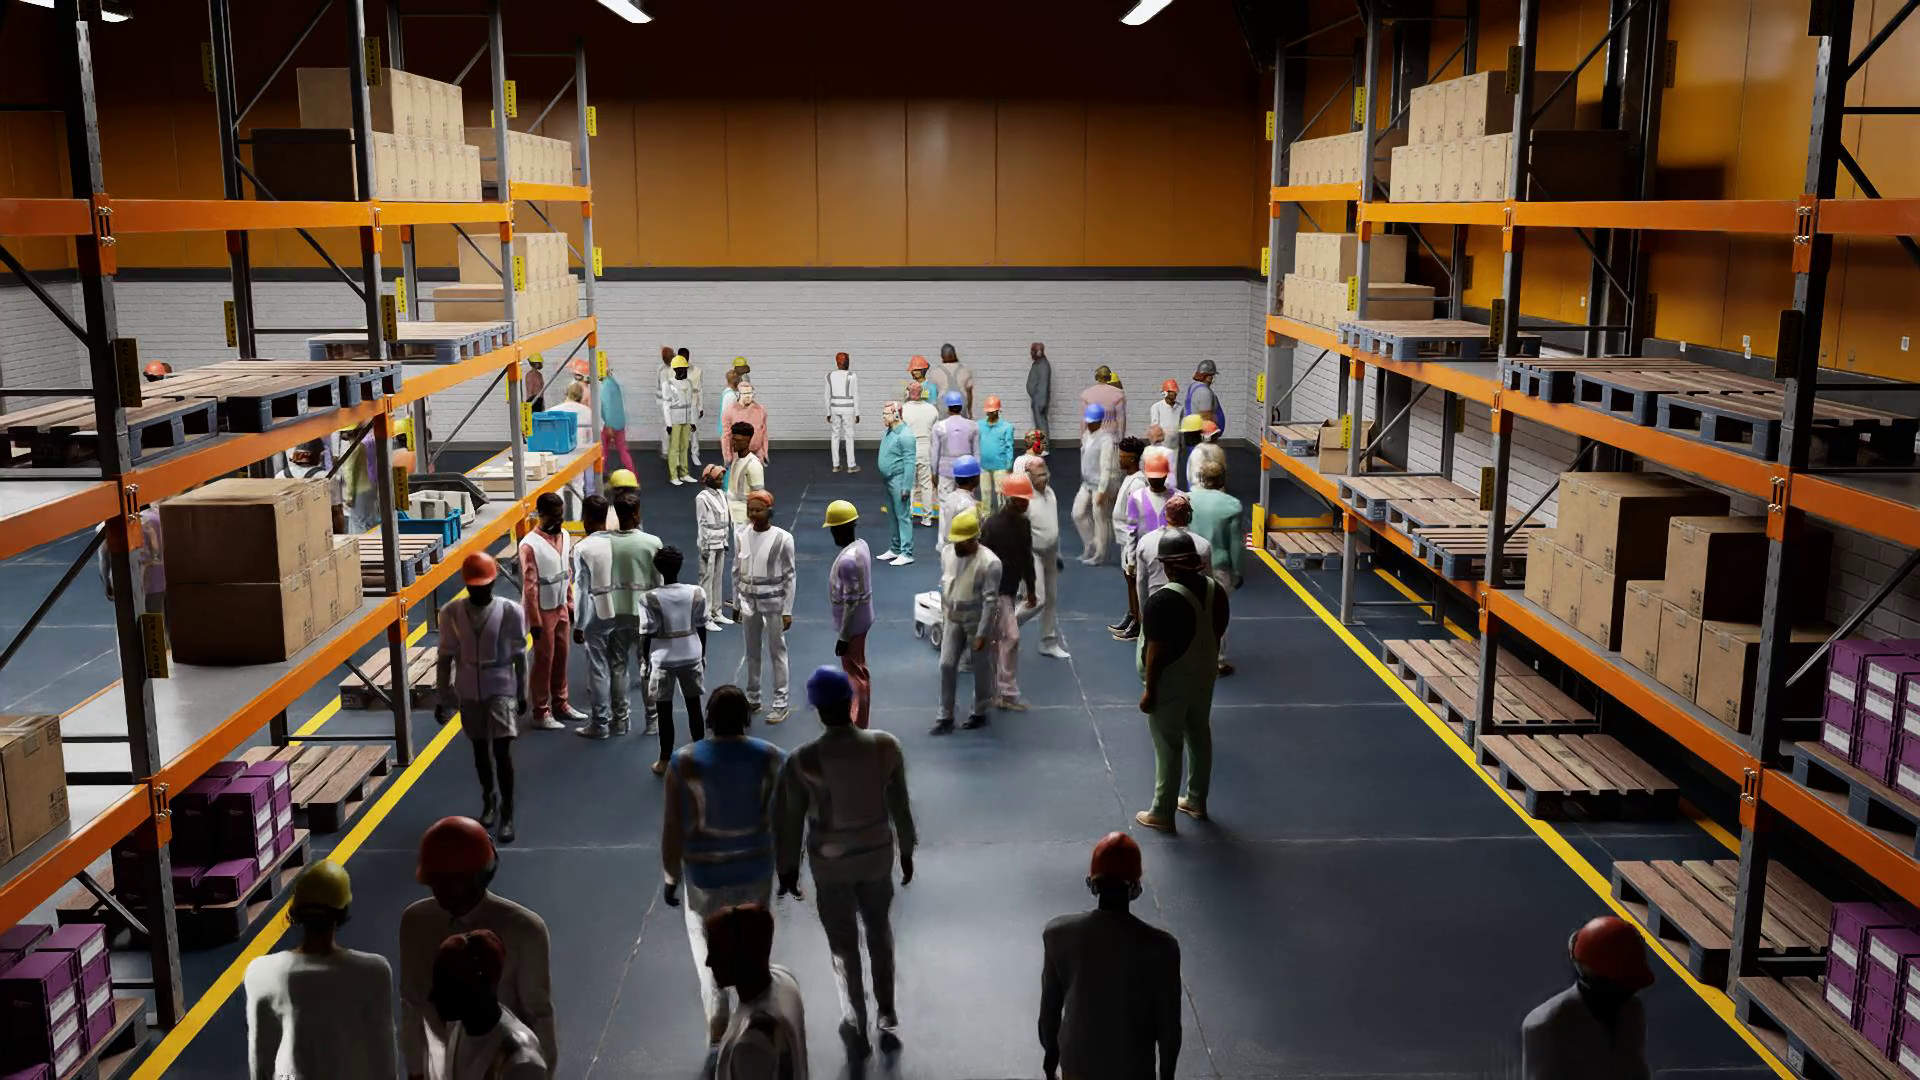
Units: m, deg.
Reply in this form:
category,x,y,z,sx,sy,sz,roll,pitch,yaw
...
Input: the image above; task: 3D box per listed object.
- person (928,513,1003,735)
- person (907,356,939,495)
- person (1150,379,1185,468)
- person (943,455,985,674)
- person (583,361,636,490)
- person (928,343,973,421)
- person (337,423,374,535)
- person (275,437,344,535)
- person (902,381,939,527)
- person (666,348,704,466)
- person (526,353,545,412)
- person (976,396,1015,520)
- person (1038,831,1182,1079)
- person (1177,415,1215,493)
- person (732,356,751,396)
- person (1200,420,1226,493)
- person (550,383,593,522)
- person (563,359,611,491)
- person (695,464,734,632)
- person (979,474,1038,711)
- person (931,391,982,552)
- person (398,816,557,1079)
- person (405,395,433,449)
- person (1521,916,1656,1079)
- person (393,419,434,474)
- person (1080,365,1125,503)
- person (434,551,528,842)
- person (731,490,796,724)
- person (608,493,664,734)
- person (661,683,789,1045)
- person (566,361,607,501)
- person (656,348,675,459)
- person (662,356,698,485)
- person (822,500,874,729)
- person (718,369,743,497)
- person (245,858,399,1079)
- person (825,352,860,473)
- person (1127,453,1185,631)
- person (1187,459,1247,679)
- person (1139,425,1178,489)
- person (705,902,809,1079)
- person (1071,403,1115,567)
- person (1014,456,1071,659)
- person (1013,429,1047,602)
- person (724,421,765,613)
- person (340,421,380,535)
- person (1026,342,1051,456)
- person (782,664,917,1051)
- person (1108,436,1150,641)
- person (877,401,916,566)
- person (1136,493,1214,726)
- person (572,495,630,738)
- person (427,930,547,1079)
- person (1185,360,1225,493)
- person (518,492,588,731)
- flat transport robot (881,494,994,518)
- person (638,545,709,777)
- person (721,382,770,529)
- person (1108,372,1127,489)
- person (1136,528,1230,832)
category,x,y,z,sx,sy,sz,roll,pitch,yaw
person,0.030,0.656,12.972,0.615,1.786,0.714,7,13,32
person,-0.558,-1.612,23.750,0.405,2.036,0.608,-9,14,-37
person,2.911,-1.372,23.223,0.569,1.755,0.320,-7,13,-31
person,0.048,0.213,14.792,0.387,1.949,0.605,-4,12,-19
person,-5.184,-1.678,24.305,0.958,1.928,0.622,2,11,11
person,-0.185,-2.096,26.142,0.709,2.000,0.665,-2,11,-10
person,-6.945,-0.552,19.110,0.341,1.760,0.525,0,11,-2
person,-6.113,-0.032,15.790,0.684,2.000,0.536,2,12,12
person,-0.591,-1.093,21.449,0.653,1.906,0.408,-6,13,-28
person,-4.407,-2.139,26.703,0.585,1.910,0.397,-2,12,-12
person,-6.999,-2.228,27.527,0.342,1.759,0.527,2,11,10
person,0.416,-0.979,21.292,0.563,1.743,0.350,6,13,26
person,0.583,1.982,6.465,0.580,1.739,0.386,6,13,27
person,2.578,-0.417,18.133,0.704,1.886,0.617,4,12,20
person,-3.531,-2.109,26.978,0.321,1.737,0.484,0,11,-2
person,2.807,-0.485,18.824,0.354,1.737,0.577,5,13,25
person,-4.985,-1.054,21.311,0.737,1.893,0.375,-7,13,-31
person,-5.518,-1.674,24.304,1.001,1.942,0.601,-4,12,-19
person,-2.424,0.066,16.316,0.308,1.640,0.511,3,12,16
person,0.429,0.427,13.690,0.761,1.957,0.653,7,13,31
person,-0.045,-0.820,19.995,0.608,1.941,0.403,-2,12,-11
person,-1.764,1.940,6.053,0.618,1.986,0.408,3,12,15
person,-7.820,-1.575,24.064,0.410,1.831,0.562,1,11,6
person,2.183,2.115,5.770,0.582,1.735,0.374,-7,13,-30
person,-5.919,-0.344,17.785,0.596,1.887,0.939,-1,11,-6
person,1.996,-1.478,23.300,0.627,1.941,0.371,1,11,6
person,-3.128,1.021,10.854,0.571,1.909,0.771,0,11,-2
person,-1.591,0.532,13.360,0.579,1.884,0.352,5,13,25
person,-2.577,0.586,13.016,0.587,1.915,0.393,1,11,5
person,-1.122,1.608,8.129,0.664,1.823,0.437,-3,12,-16
person,-5.237,-1.502,23.278,0.621,1.992,0.397,9,14,38
person,-4.790,-2.243,27.370,0.390,1.862,0.651,0,11,2
person,-4.190,-1.795,24.911,0.354,1.930,0.587,7,14,33
person,-0.855,0.645,12.712,0.381,1.917,0.585,1,11,5
person,-3.278,-1.535,23.880,0.375,1.831,0.507,-4,12,-18
person,-2.327,2.049,6.082,0.534,1.745,0.629,-3,12,-13
person,-1.831,-1.995,26.030,0.572,1.885,0.358,4,12,21
person,1.792,0.155,15.156,0.548,1.925,0.391,1,11,5
person,2.205,0.252,14.670,0.652,1.927,0.402,7,13,32
person,2.327,-0.532,19.407,0.609,1.610,0.318,11,16,43
person,-0.671,2.088,5.571,0.364,1.881,0.614,1,11,4
person,1.533,-0.620,19.040,0.496,1.919,0.636,-5,12,-23
person,0.699,0.167,15.163,0.581,1.893,0.670,7,13,33
person,0.717,-0.234,17.328,0.394,1.836,0.560,-4,12,-20
person,-2.206,-0.245,17.044,0.362,1.966,0.611,-6,13,-27
person,-7.374,-0.765,20.562,0.527,1.606,0.801,10,15,42
person,1.305,-2.354,27.779,0.401,1.907,0.642,-1,11,-5
person,-0.550,1.554,8.141,0.642,1.925,0.463,-5,12,-25
person,1.636,-0.020,15.919,0.367,1.966,0.606,0,11,-1
person,-0.756,-0.660,19.283,0.401,1.906,0.649,-5,12,-25
person,1.708,0.581,13.054,0.637,1.911,0.406,6,13,29
person,-2.779,0.595,12.997,0.410,1.908,0.598,6,13,29
person,-1.481,2.135,5.354,0.362,1.877,0.582,-8,14,-36
person,3.421,-1.500,23.155,0.536,2.000,0.688,-2,12,-12
person,-3.258,0.559,13.181,0.412,1.907,0.596,4,12,18
flat transport robot,-0.305,-0.439,22.286,1.431,0.197,0.652,9,14,37
person,-2.079,0.875,12.098,0.537,1.698,0.320,-6,13,-29
person,-2.744,-1.089,21.433,0.652,1.906,0.402,-7,13,-31
person,2.245,-1.613,24.506,0.321,1.731,0.489,-8,14,-34
person,1.420,0.909,11.076,0.679,2.000,0.537,-9,15,-39
